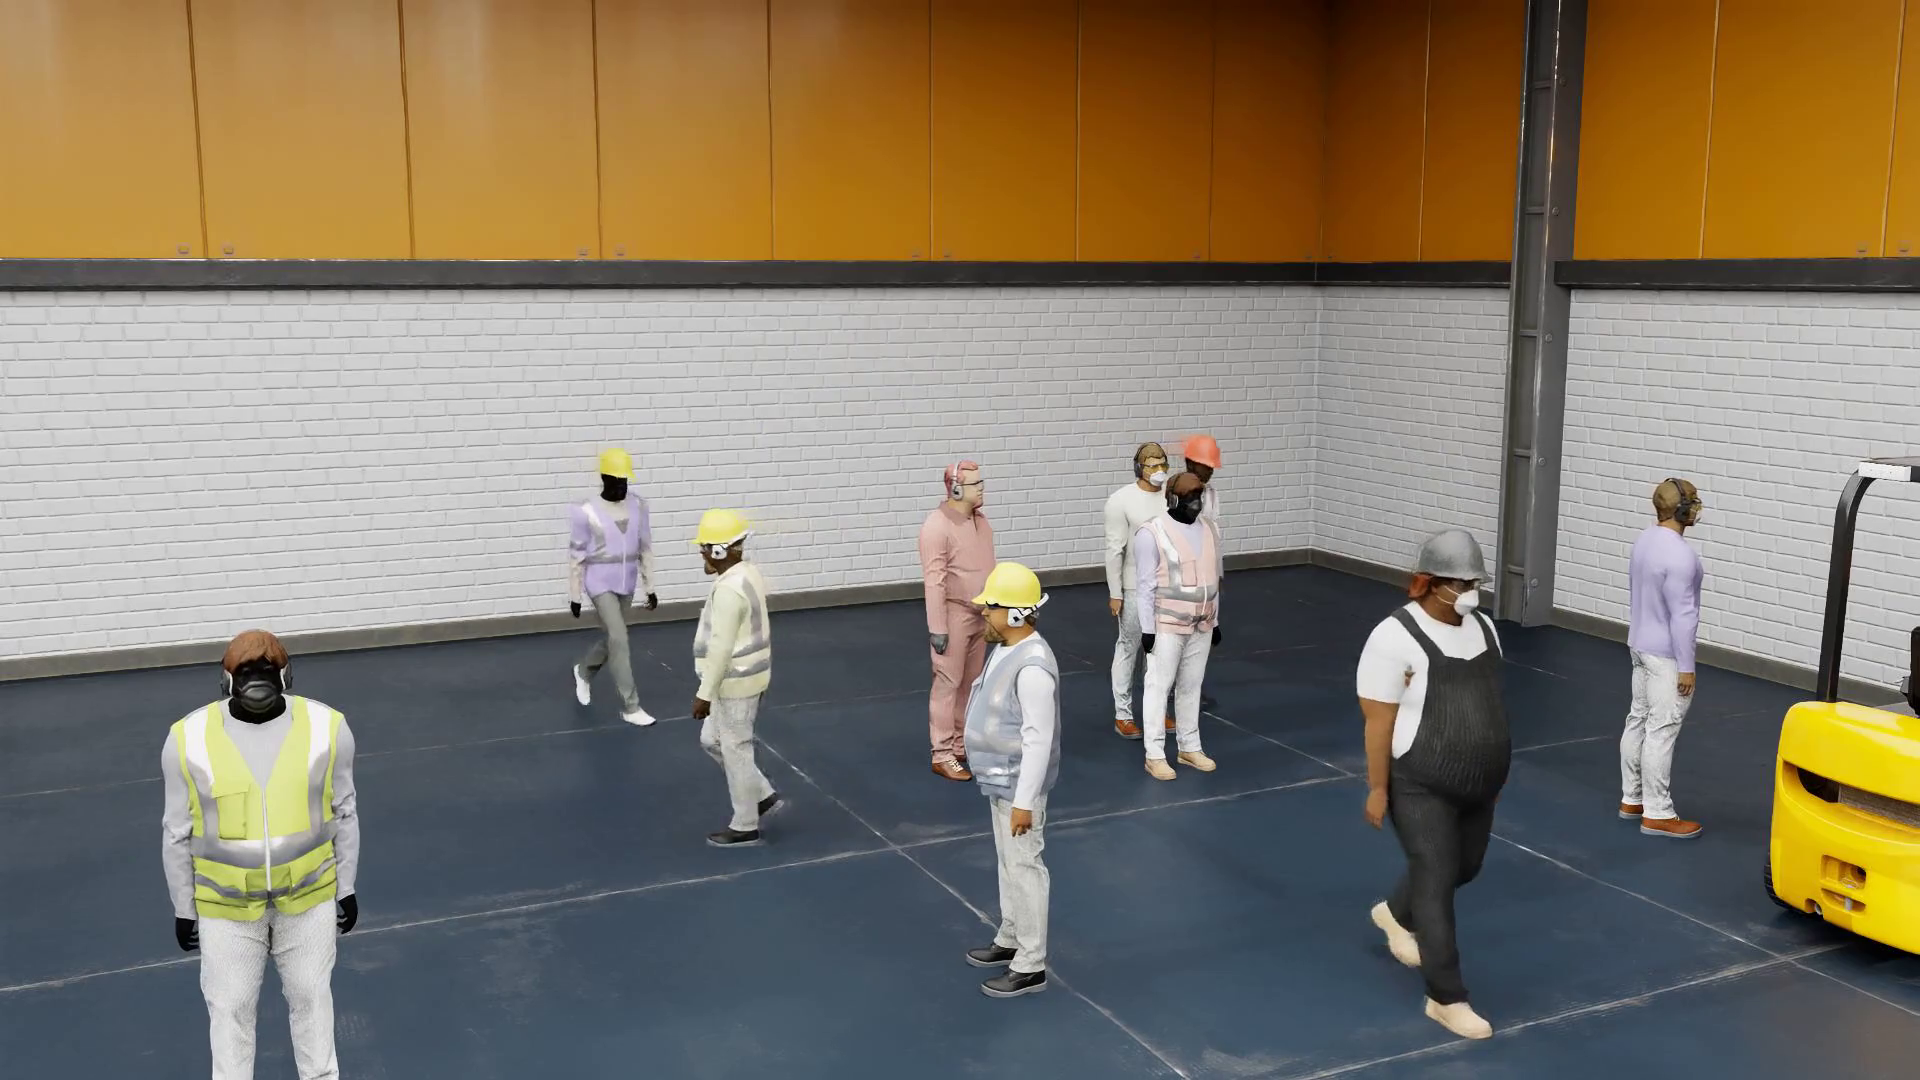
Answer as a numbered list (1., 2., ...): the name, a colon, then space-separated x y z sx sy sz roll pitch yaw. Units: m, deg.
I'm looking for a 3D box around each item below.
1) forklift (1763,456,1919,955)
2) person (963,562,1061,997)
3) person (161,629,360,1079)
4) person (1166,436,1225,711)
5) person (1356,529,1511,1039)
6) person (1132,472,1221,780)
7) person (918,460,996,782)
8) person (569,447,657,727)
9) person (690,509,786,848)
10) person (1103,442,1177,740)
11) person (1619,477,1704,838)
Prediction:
1. forklift: 4.857 0.731 7.561 2.313 2.155 1.214 -4 10 -25
2. person: 0.216 0.998 7.016 0.403 1.834 0.589 -1 9 -9
3. person: -2.357 1.211 5.667 0.627 1.846 0.429 -4 10 -26
4. person: 1.650 0.229 11.588 0.570 1.895 0.852 -7 12 -39
5. person: 1.960 0.919 6.864 0.695 2.000 0.859 -5 11 -29
6. person: 1.338 0.507 10.036 0.626 1.846 0.429 -6 11 -33
7. person: 0.023 0.476 10.034 0.409 1.907 0.648 5 11 29
8. person: -2.407 0.285 11.300 0.911 1.885 0.591 8 12 40
9. person: -1.201 0.736 8.724 0.424 1.811 0.587 0 9 -3
10. person: 1.228 0.324 10.877 0.631 1.939 0.369 -5 11 -30
11. person: 3.818 0.625 9.011 0.372 1.940 0.630 0 9 0
